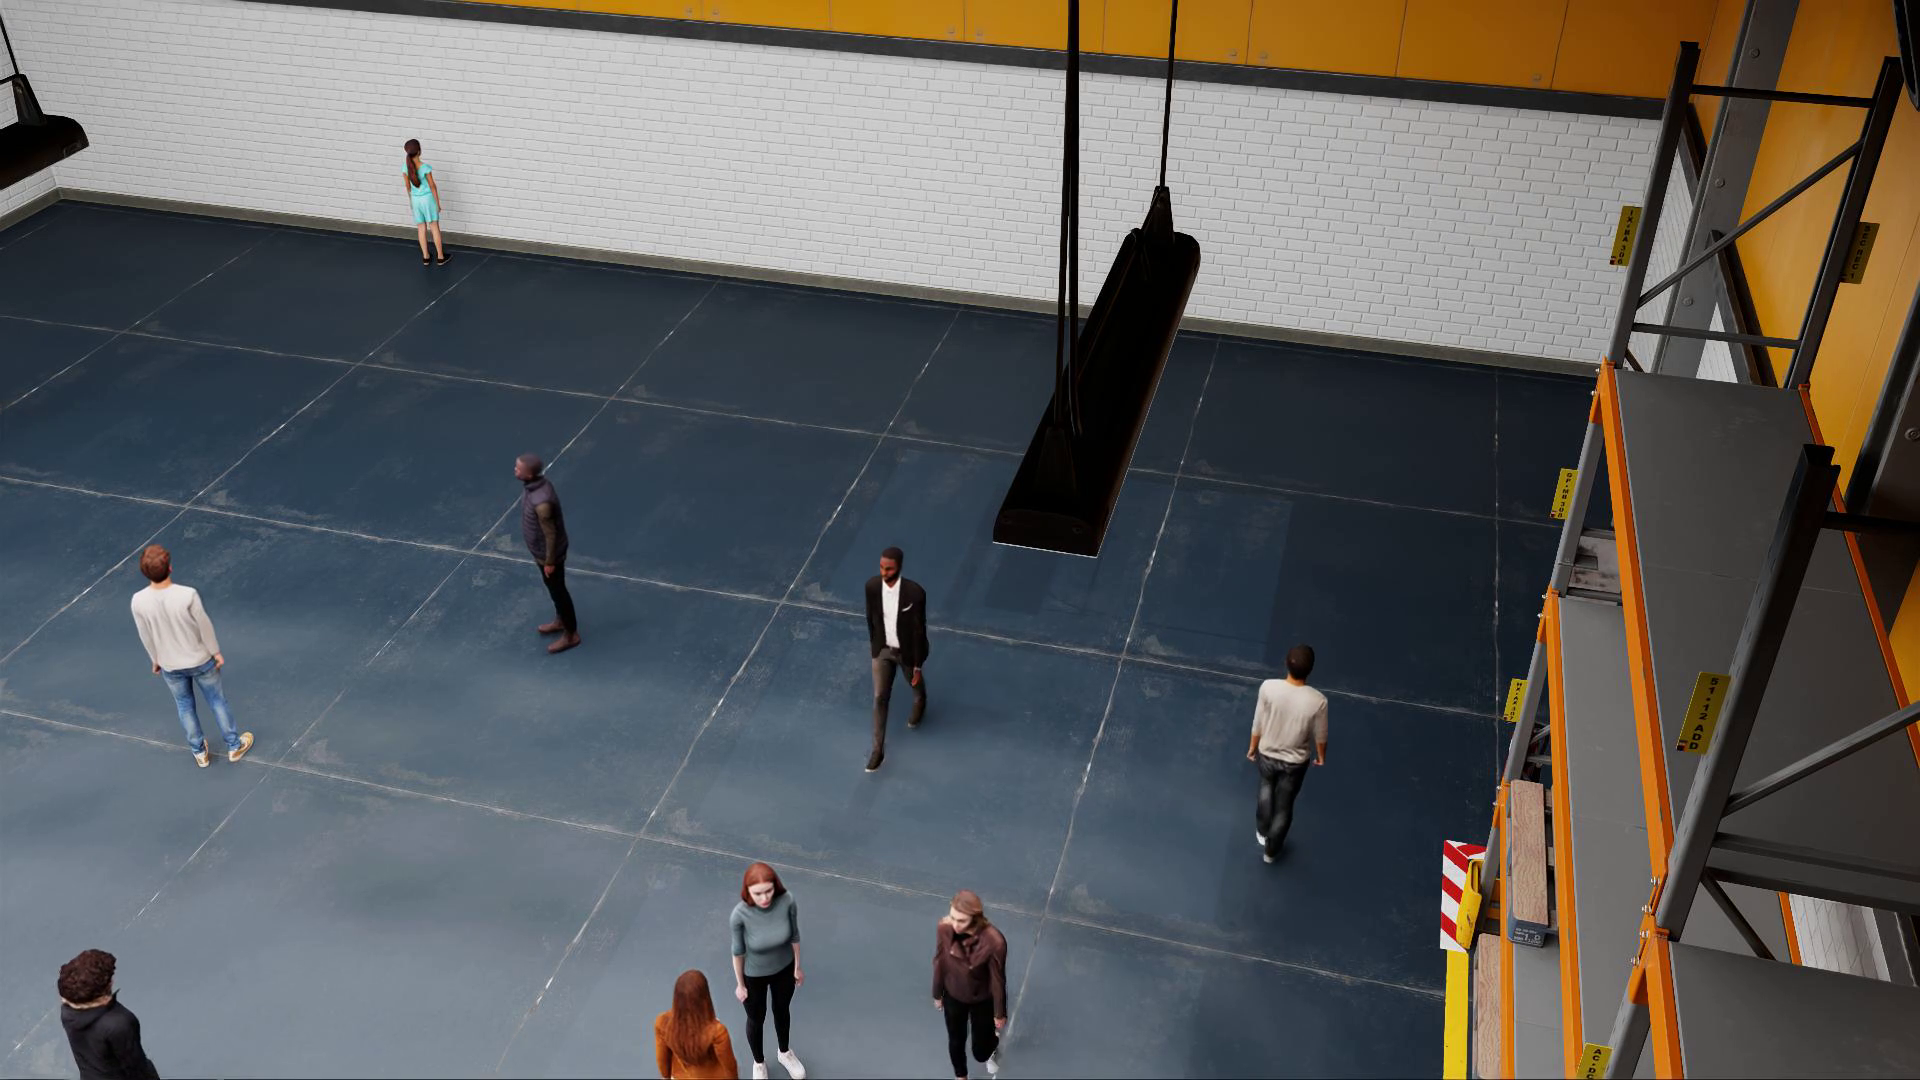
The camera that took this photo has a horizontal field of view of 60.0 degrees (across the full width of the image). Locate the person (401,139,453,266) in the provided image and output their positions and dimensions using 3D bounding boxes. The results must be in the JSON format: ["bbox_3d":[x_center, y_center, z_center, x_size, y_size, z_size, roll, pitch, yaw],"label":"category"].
[{"bbox_3d":[-6.436,-4.060,19.953,0.578,1.558,0.580,3,34,5],"label":"person"}]

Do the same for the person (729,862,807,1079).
[{"bbox_3d":[-1.136,2.561,9.825,0.670,1.743,0.719,-15,36,-21],"label":"person"}]

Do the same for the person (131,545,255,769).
[{"bbox_3d":[-5.686,0.870,12.223,0.747,1.904,0.735,-5,34,-8],"label":"person"}]

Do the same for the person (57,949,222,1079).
[{"bbox_3d":[-4.680,3.025,9.131,0.609,1.739,1.012,8,34,12],"label":"person"}]

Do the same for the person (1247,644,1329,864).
[{"bbox_3d":[2.193,1.513,11.351,0.707,1.799,0.670,14,36,20],"label":"person"}]

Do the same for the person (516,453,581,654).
[{"bbox_3d":[-3.340,0.074,13.483,0.834,1.835,0.743,-13,36,-19],"label":"person"}]

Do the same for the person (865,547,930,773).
[{"bbox_3d":[-0.422,0.796,12.473,0.660,1.751,1.162,10,35,14],"label":"person"}]

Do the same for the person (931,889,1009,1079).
[{"bbox_3d":[0.097,2.635,9.758,0.699,1.693,0.792,14,36,20],"label":"person"}]

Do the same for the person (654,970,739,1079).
[{"bbox_3d":[-1.426,3.029,9.140,0.601,1.722,0.554,8,34,11],"label":"person"}]
